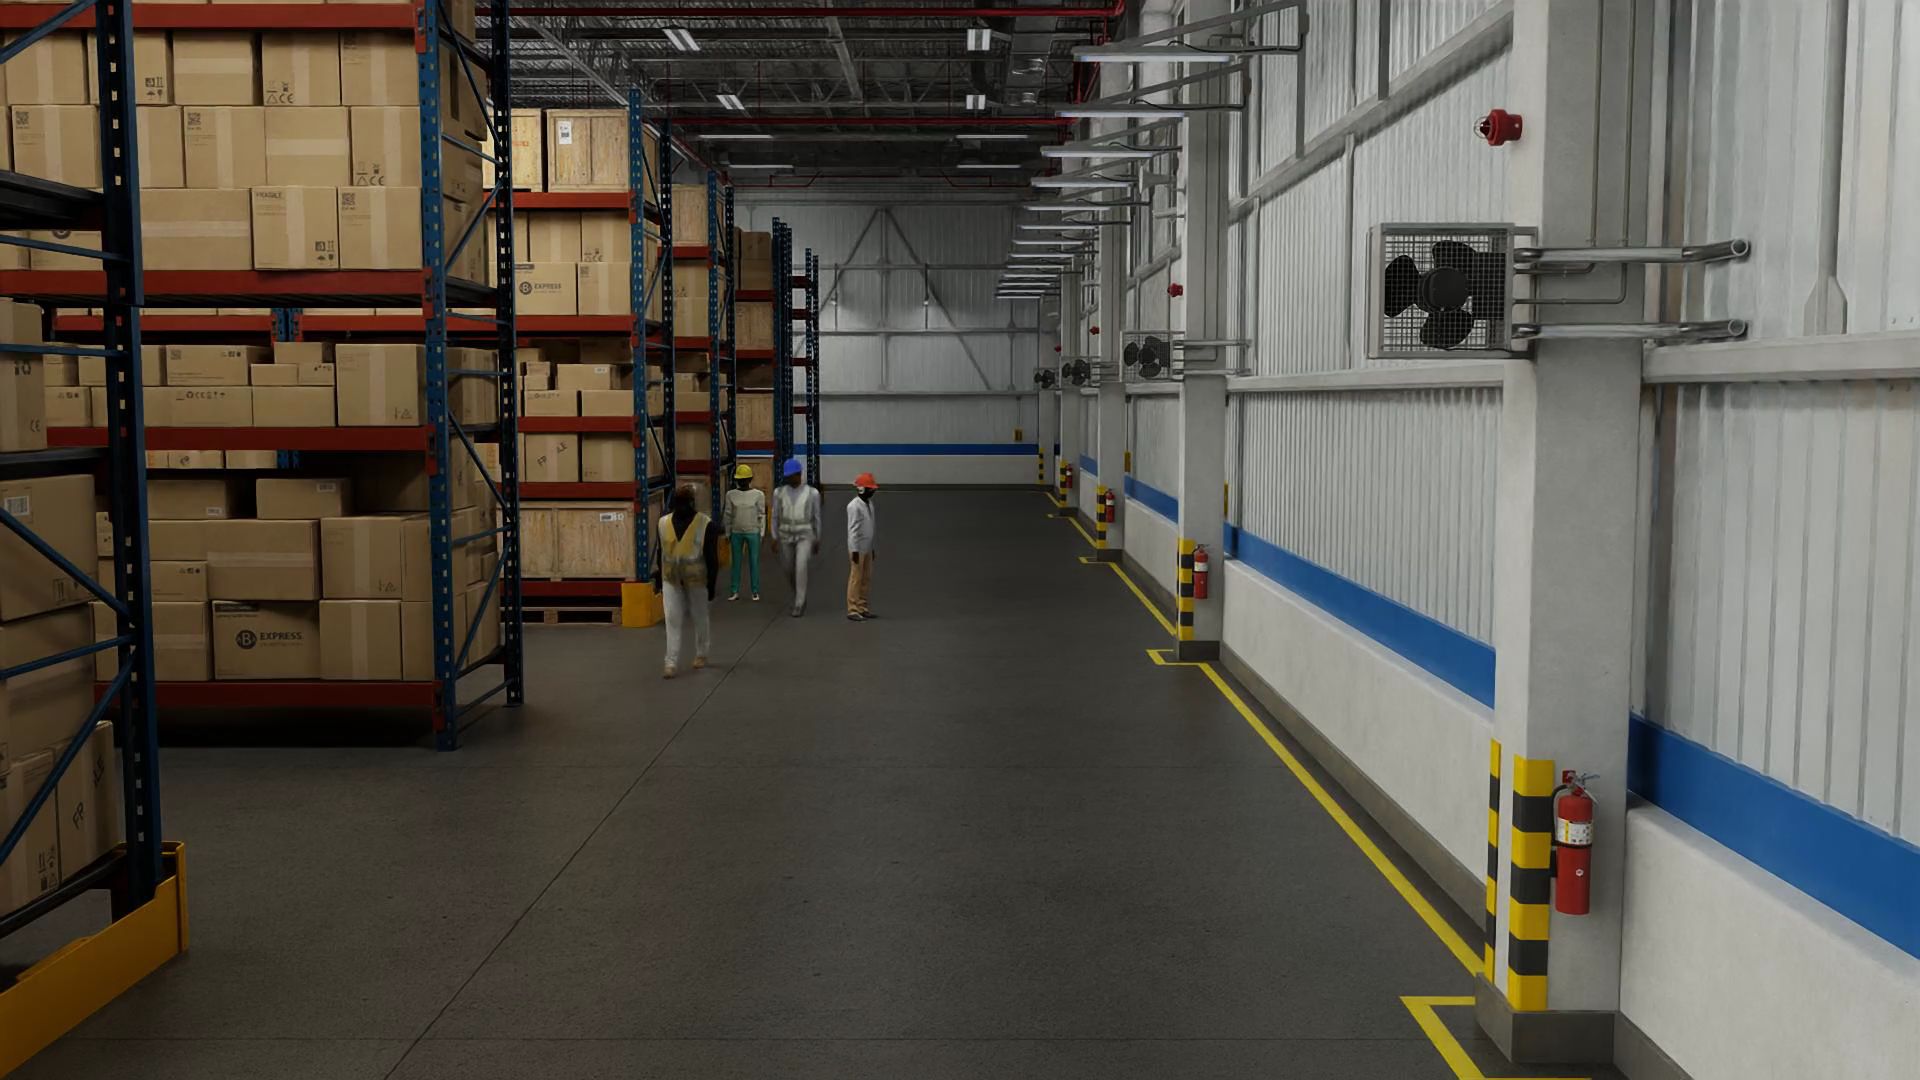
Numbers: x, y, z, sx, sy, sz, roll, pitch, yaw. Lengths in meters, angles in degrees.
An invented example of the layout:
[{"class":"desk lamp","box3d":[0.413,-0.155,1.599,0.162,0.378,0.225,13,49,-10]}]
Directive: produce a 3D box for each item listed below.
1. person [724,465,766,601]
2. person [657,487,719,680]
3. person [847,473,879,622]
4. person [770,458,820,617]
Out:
[{"class":"person","box3d":[-2.757,-0.084,21.328,0.529,1.765,0.326,0,5,2]},{"class":"person","box3d":[-2.574,0.386,15.747,0.633,1.794,0.976,1,5,9]},{"class":"person","box3d":[-1.124,0.081,19.523,0.350,1.743,0.573,2,5,22]},{"class":"person","box3d":[-1.969,-0.047,20.071,0.602,1.916,0.814,1,5,7]}]
